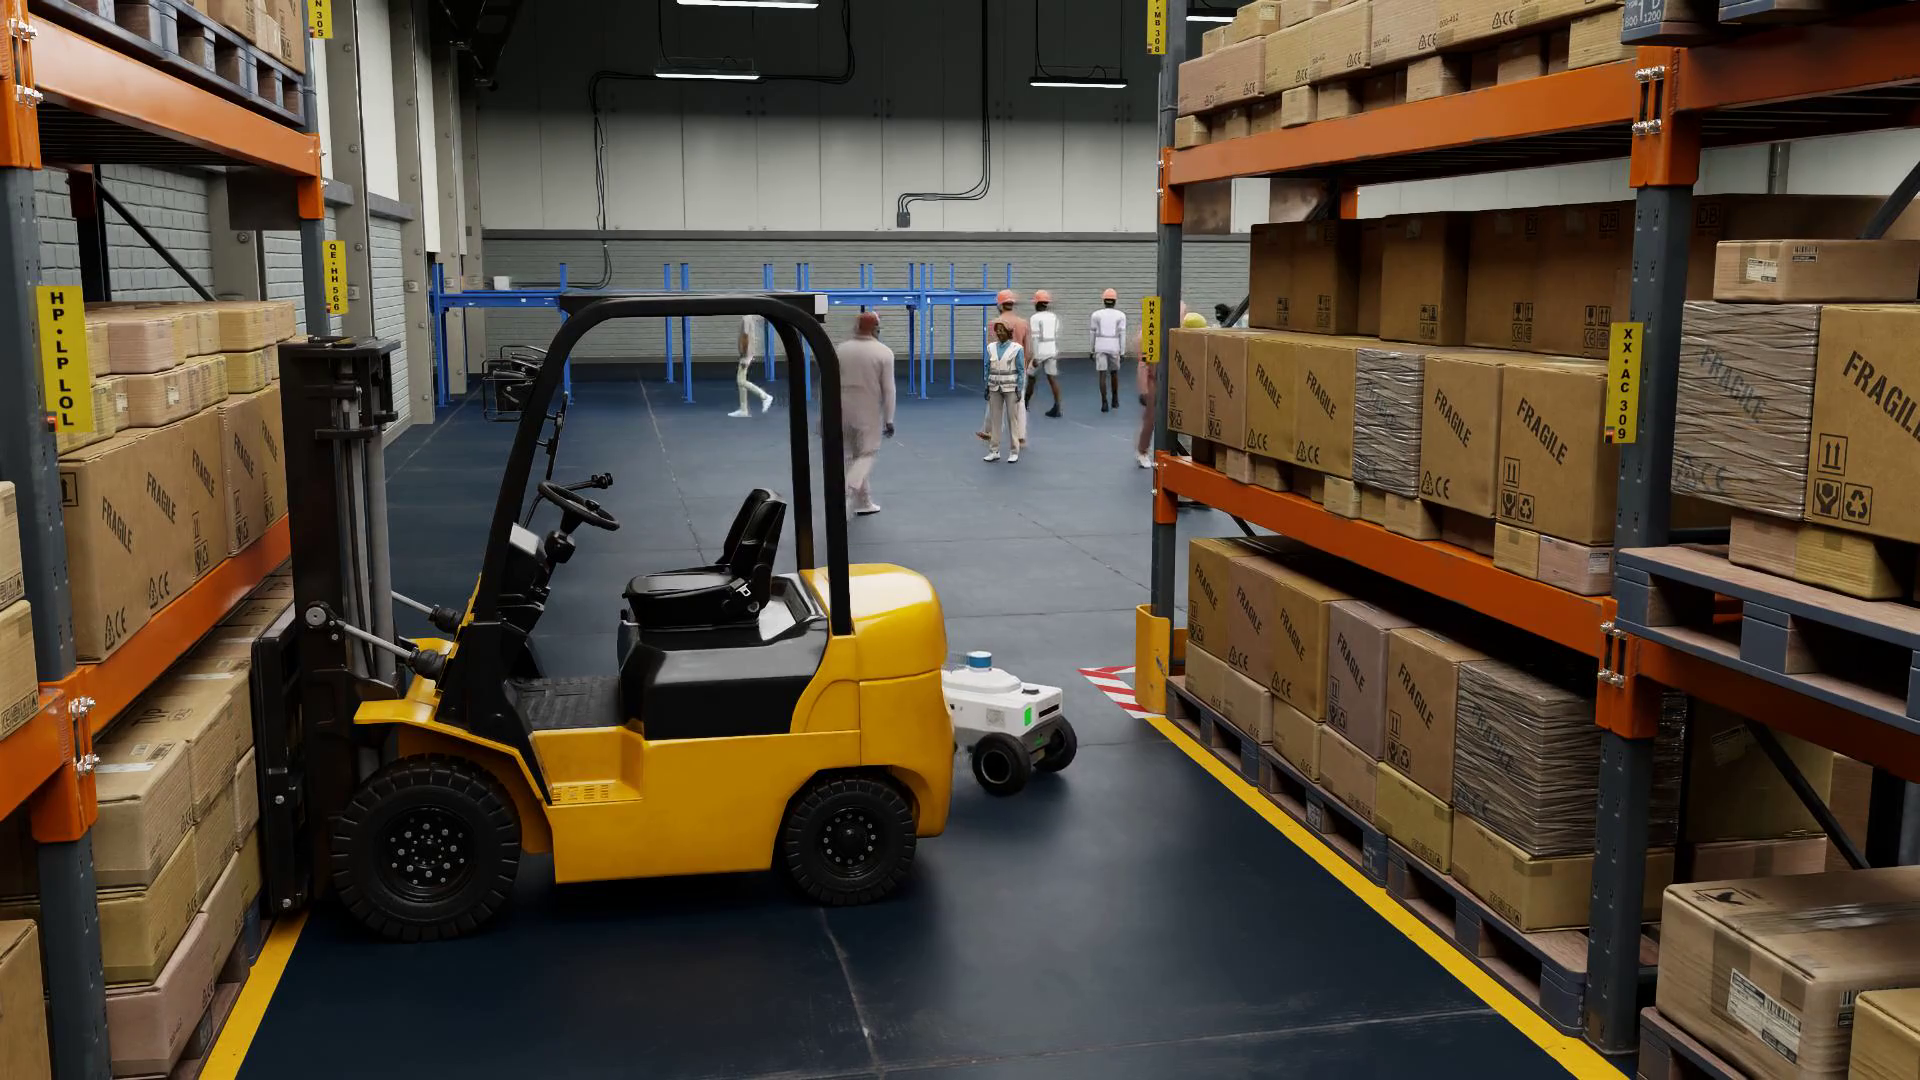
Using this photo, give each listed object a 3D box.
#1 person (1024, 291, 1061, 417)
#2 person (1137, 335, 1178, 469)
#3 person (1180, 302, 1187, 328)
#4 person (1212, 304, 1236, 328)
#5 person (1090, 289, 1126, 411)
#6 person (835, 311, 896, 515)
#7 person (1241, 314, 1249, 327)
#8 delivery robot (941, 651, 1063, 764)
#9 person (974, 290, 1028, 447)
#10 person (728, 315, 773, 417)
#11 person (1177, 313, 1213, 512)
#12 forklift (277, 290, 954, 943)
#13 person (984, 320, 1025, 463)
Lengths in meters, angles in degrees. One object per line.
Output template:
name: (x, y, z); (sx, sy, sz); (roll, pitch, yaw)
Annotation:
person: (1.215, -2.821, 25.191); (0.568, 1.884, 1.003); (-7, 12, -38)
person: (2.235, -1.693, 18.417); (0.657, 1.865, 0.978); (-3, 10, -20)
person: (3.865, -3.800, 31.166); (0.683, 1.880, 0.768); (-4, 10, -25)
person: (4.114, -2.834, 25.890); (0.421, 1.683, 0.545); (-6, 11, -33)
person: (2.339, -3.010, 26.322); (0.569, 1.890, 0.947); (1, 9, 6)
person: (-0.926, -1.117, 14.906); (0.685, 1.864, 0.828); (6, 11, 31)
person: (5.749, -3.873, 32.527); (0.531, 1.592, 0.893); (-1, 9, -4)
delivery robot: (0.088, 0.740, 7.399); (0.707, 0.478, 0.477); (6, 11, 32)
person: (0.555, -2.180, 21.098); (0.648, 1.946, 0.966); (-5, 11, -30)
person: (-3.179, -2.770, 25.010); (0.583, 1.852, 0.533); (-2, 9, -9)
person: (2.164, -1.180, 15.393); (0.594, 1.832, 0.403); (-8, 12, -41)
forklift: (-1.179, 0.175, 6.143); (2.313, 2.155, 1.214); (-2, 10, -12)
person: (0.511, -1.727, 19.290); (0.515, 1.641, 0.309); (5, 11, 28)
